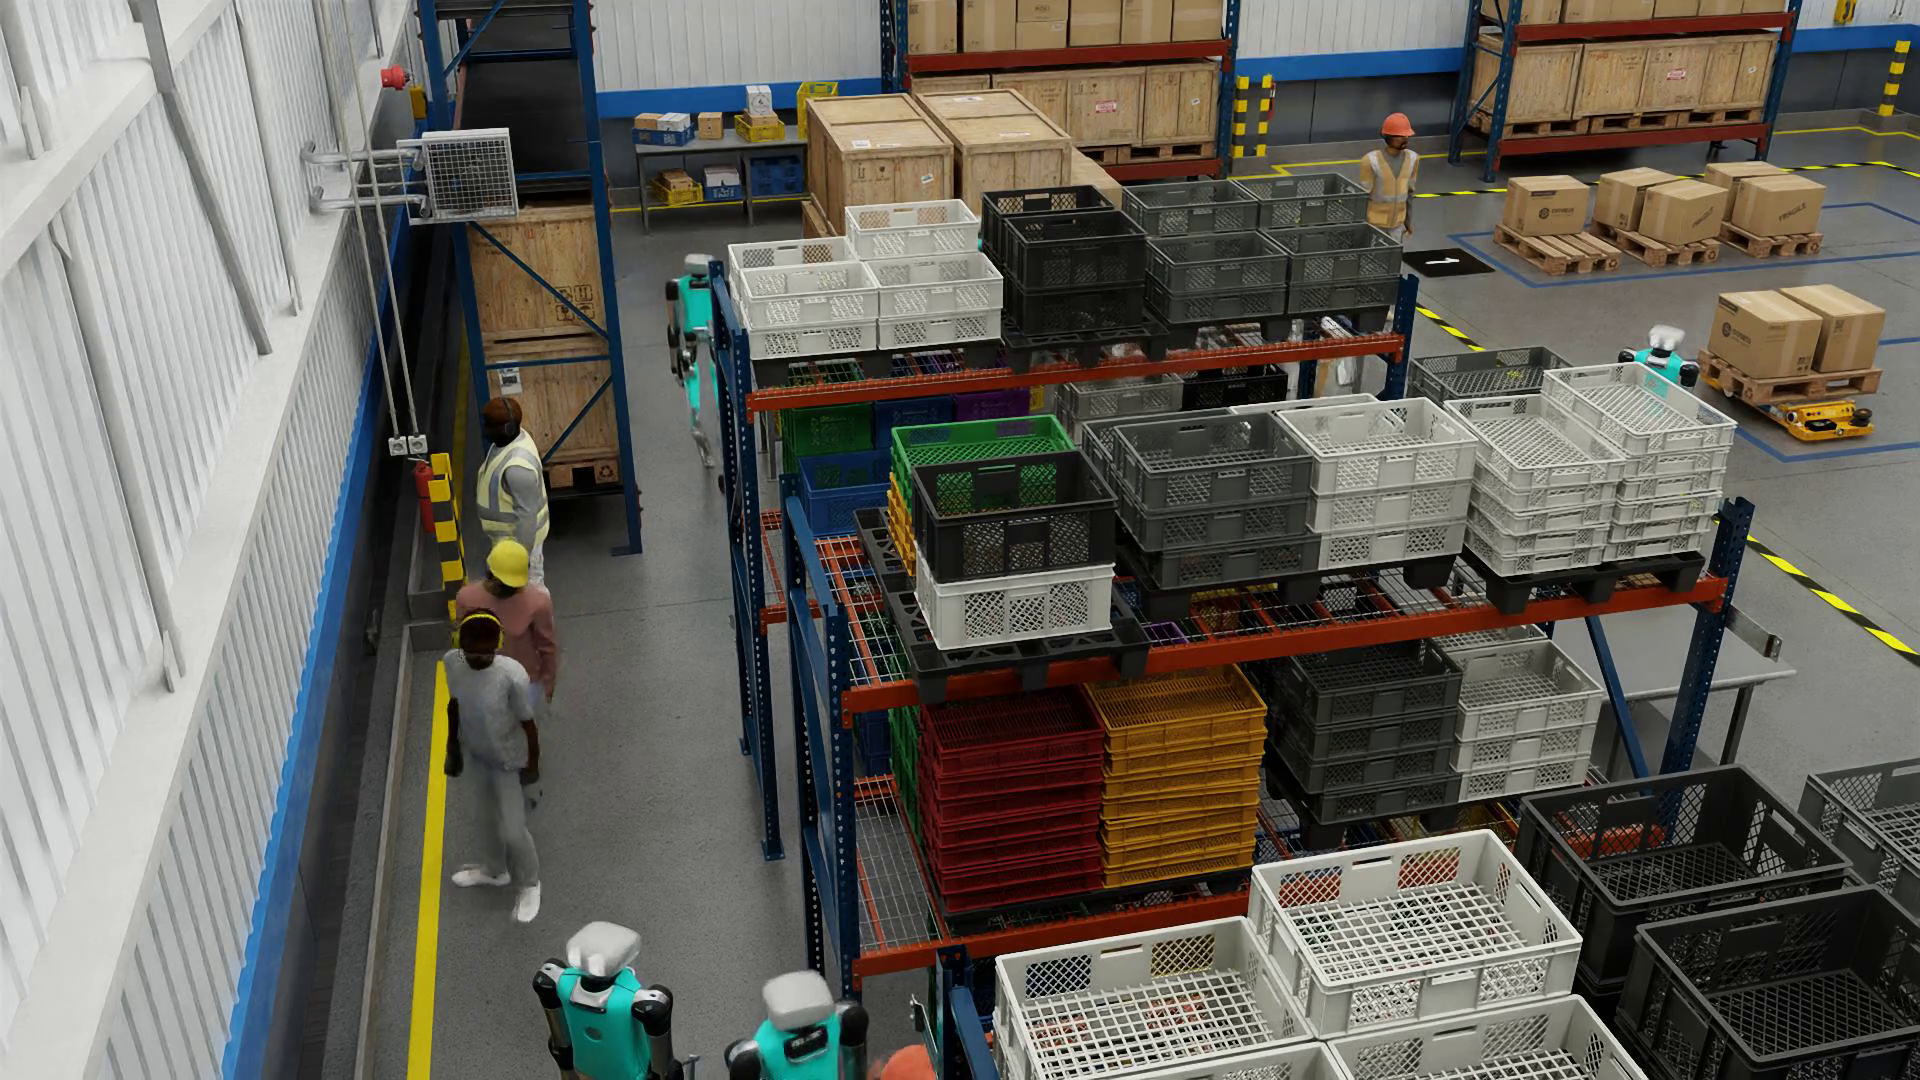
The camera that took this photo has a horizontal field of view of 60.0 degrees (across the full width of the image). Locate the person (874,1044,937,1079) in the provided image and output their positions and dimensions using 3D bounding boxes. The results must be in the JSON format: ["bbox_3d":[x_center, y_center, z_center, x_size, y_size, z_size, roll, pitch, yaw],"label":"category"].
[{"bbox_3d":[-0.202,2.474,5.507,1.025,2.000,0.612,-6,28,-12],"label":"person"}]

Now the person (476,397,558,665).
[{"bbox_3d":[-2.786,-0.042,10.435,0.429,1.846,0.629,-10,30,-19],"label":"person"}]

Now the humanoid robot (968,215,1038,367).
[{"bbox_3d":[0.361,-1.898,14.079,1.035,1.731,0.558,-6,28,-11],"label":"humanoid robot"}]

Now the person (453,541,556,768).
[{"bbox_3d":[-2.466,0.729,9.105,0.588,1.718,0.553,2,28,3],"label":"person"}]

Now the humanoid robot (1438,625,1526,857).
[{"bbox_3d":[2.735,1.109,8.451,0.717,1.632,0.602,7,29,13],"label":"humanoid robot"}]

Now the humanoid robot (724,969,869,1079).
[{"bbox_3d":[-0.424,2.421,5.896,0.532,1.790,0.802,-16,32,-28],"label":"humanoid robot"}]

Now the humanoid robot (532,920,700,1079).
[{"bbox_3d":[-1.213,2.039,6.459,0.533,1.677,0.735,9,29,16],"label":"humanoid robot"}]

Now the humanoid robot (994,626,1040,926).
[{"bbox_3d":[0.280,1.158,8.322,0.599,1.657,0.315,24,36,38],"label":"humanoid robot"}]

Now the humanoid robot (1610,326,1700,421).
[{"bbox_3d":[4.888,-0.776,11.802,0.533,1.675,0.735,16,32,28],"label":"humanoid robot"}]

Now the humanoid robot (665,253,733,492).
[{"bbox_3d":[-1.950,-1.239,12.857,0.552,1.796,0.906,-6,28,-11],"label":"humanoid robot"}]

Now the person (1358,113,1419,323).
[{"bbox_3d":[4.086,-3.068,15.964,0.613,2.044,0.366,-8,29,-15],"label":"person"}]

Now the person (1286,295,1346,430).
[{"bbox_3d":[2.641,-1.159,12.626,0.941,1.771,0.570,-9,29,-17],"label":"person"}]

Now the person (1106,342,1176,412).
[{"bbox_3d":[1.254,-0.901,12.002,0.454,1.902,0.598,-21,34,-34],"label":"person"}]

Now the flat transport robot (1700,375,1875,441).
[{"bbox_3d":[7.143,-1.253,14.394,0.652,0.197,1.431,-6,28,-12],"label":"flat transport robot"}]

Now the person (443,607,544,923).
[{"bbox_3d":[-2.385,1.093,8.304,0.756,1.826,0.325,16,32,27],"label":"person"}]

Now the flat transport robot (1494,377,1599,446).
[{"bbox_3d":[4.780,-1.036,14.013,0.659,0.231,1.431,-6,28,-12],"label":"flat transport robot"}]
